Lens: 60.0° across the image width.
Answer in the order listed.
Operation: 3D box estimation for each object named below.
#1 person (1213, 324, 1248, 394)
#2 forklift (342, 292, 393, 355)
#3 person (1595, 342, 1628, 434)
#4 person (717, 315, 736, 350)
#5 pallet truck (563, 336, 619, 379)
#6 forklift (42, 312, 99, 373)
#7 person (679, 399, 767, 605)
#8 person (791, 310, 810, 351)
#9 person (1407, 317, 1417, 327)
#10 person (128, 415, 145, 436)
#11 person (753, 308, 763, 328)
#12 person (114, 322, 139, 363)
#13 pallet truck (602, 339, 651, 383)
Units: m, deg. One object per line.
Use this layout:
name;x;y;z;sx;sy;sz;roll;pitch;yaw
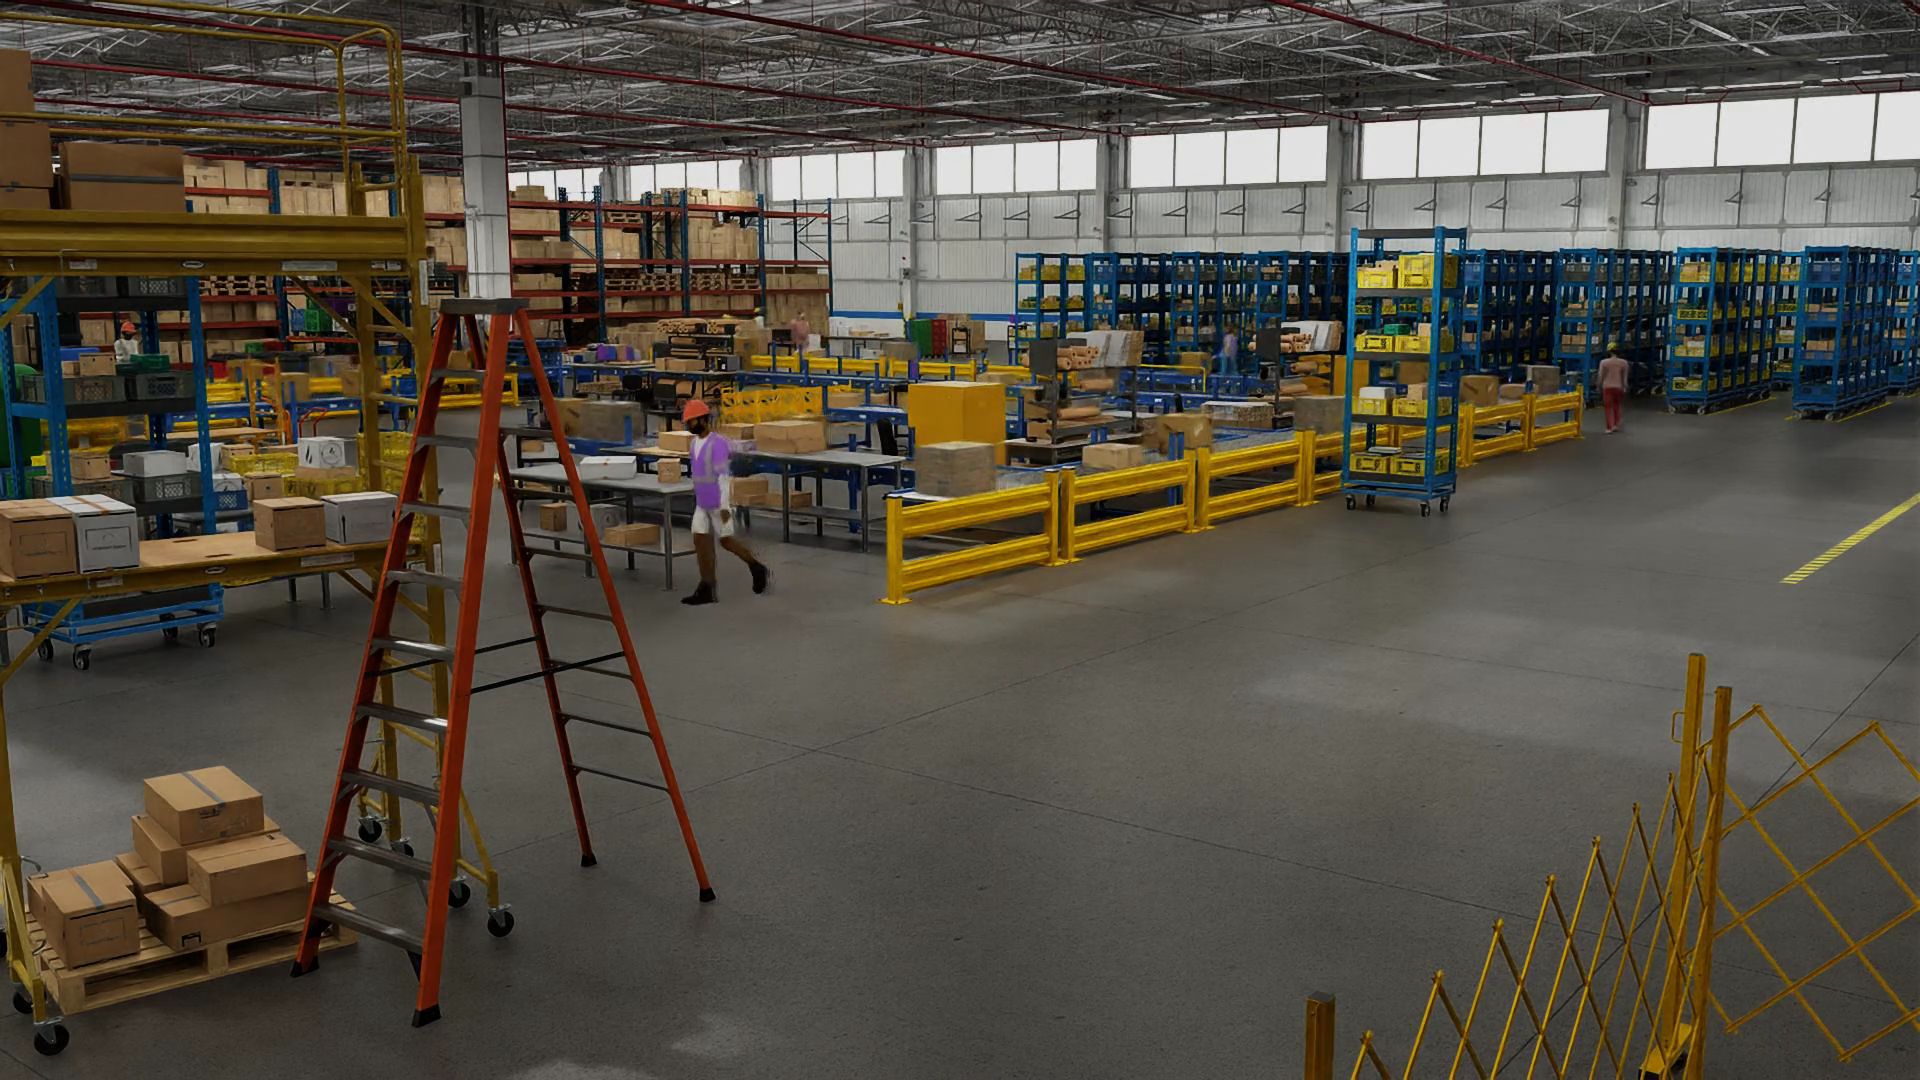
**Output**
person;6.757;-4.492;41.462;0.971;1.790;0.600;6;11;32
forklift;-16.485;-5.622;45.120;1.129;2.768;1.873;7;11;37
person;12.375;-2.892;31.665;0.519;1.731;0.716;0;9;0
person;-7.143;-5.947;50.548;0.621;1.780;0.914;-9;13;-43
pallet truck;-10.690;-5.294;48.215;1.601;1.201;0.680;-5;10;-26
forklift;-23.779;-5.451;44.052;1.873;2.768;1.129;7;11;36
person;-2.210;-0.370;15.403;0.843;1.891;0.622;-8;12;-40
person;-5.082;-6.393;53.001;0.662;1.888;0.555;-7;11;-36
person;12.909;-5.574;47.424;0.372;2.044;0.607;1;9;8
person;-11.087;-1.354;22.494;0.514;1.591;0.847;6;11;31
person;-7.661;-8.007;63.532;0.521;1.740;0.782;6;11;34
person;-17.169;-3.490;34.428;0.395;2.040;0.609;3;9;15
pallet truck;-8.991;-4.871;45.351;0.653;1.274;1.630;7;11;37
